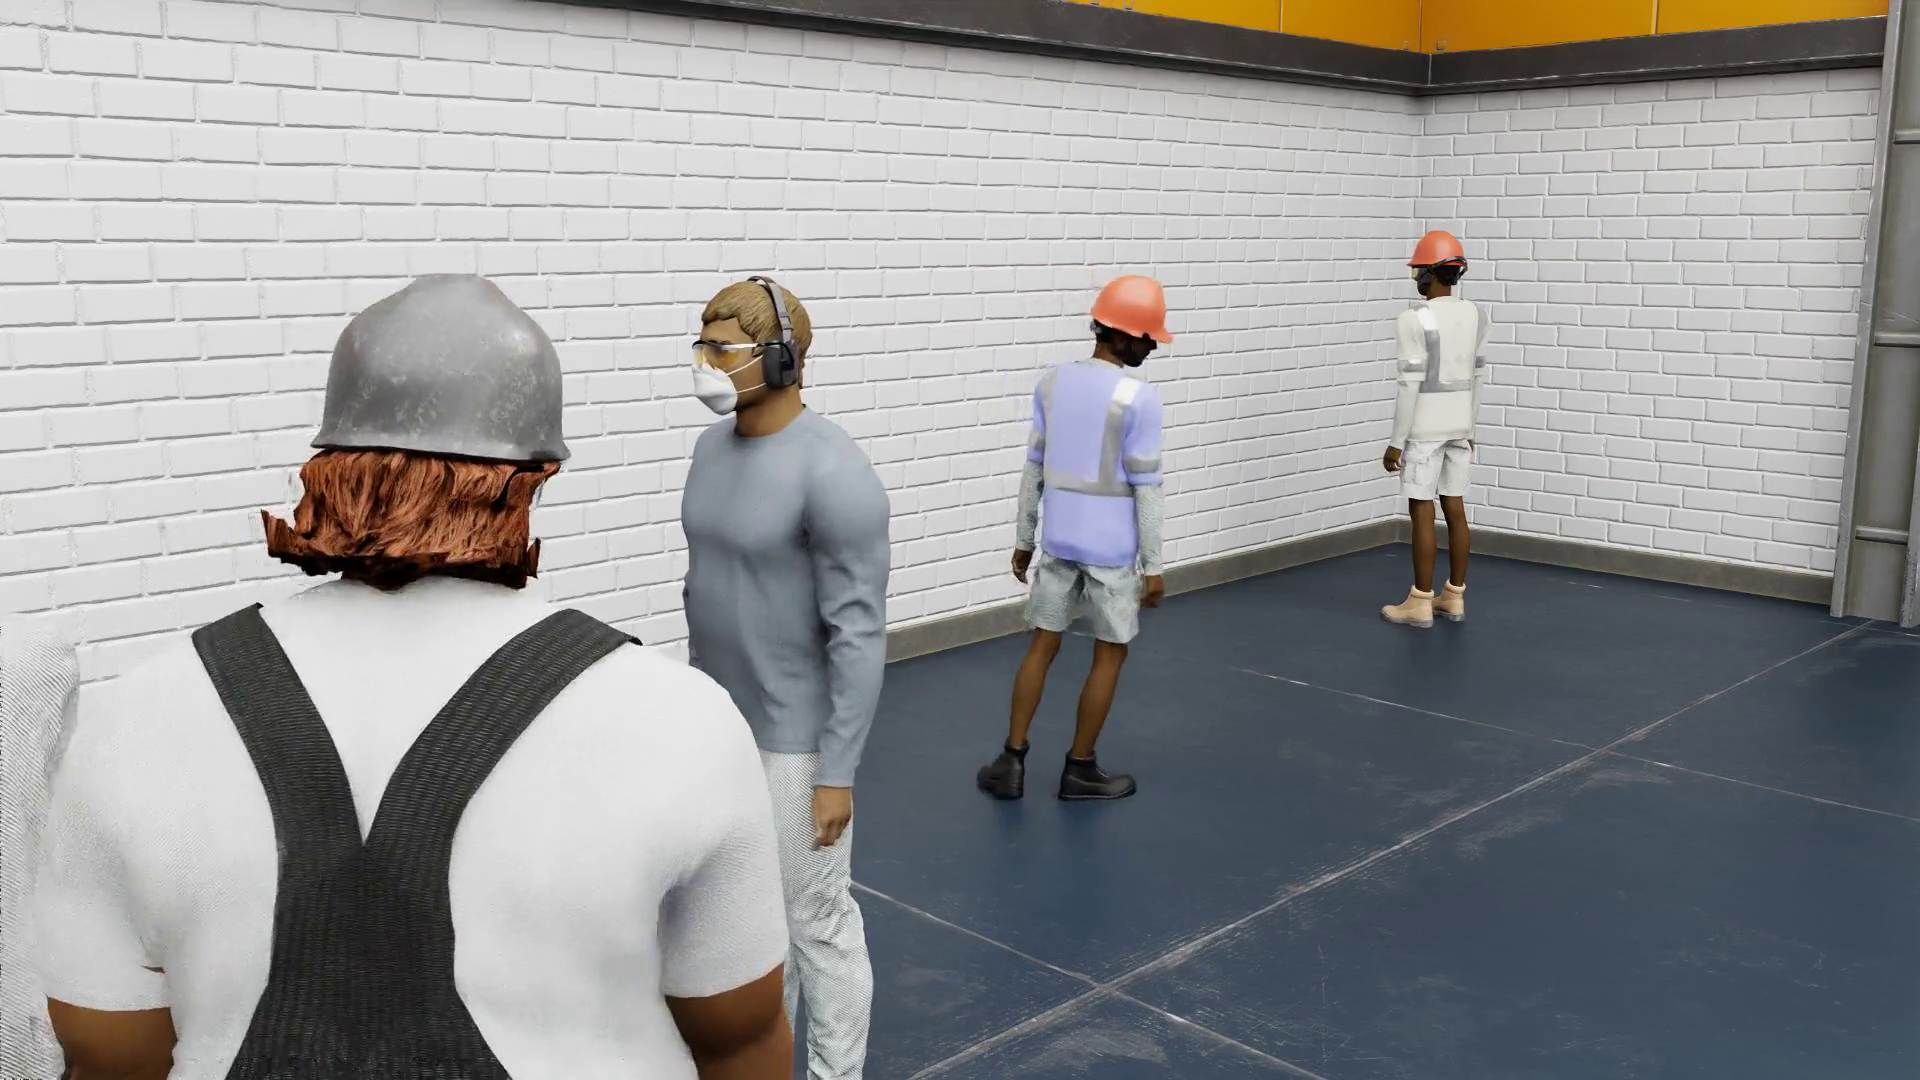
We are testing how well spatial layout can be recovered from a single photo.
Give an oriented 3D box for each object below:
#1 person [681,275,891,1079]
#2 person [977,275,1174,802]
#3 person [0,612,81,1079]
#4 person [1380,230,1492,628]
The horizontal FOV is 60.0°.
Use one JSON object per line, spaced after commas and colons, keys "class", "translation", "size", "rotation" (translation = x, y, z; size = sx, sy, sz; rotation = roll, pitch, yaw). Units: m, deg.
{"class": "person", "translation": [-0.398, 0.419, 3.535], "size": [0.371, 1.940, 0.627], "rotation": [-8, 13, -38]}
{"class": "person", "translation": [0.396, 0.014, 5.914], "size": [0.729, 1.888, 0.464], "rotation": [9, 14, 42]}
{"class": "person", "translation": [-1.291, 0.724, 2.060], "size": [0.334, 1.873, 0.521], "rotation": [4, 11, 23]}
{"class": "person", "translation": [2.446, -0.568, 8.633], "size": [0.605, 2.045, 0.383], "rotation": [-6, 12, -30]}
